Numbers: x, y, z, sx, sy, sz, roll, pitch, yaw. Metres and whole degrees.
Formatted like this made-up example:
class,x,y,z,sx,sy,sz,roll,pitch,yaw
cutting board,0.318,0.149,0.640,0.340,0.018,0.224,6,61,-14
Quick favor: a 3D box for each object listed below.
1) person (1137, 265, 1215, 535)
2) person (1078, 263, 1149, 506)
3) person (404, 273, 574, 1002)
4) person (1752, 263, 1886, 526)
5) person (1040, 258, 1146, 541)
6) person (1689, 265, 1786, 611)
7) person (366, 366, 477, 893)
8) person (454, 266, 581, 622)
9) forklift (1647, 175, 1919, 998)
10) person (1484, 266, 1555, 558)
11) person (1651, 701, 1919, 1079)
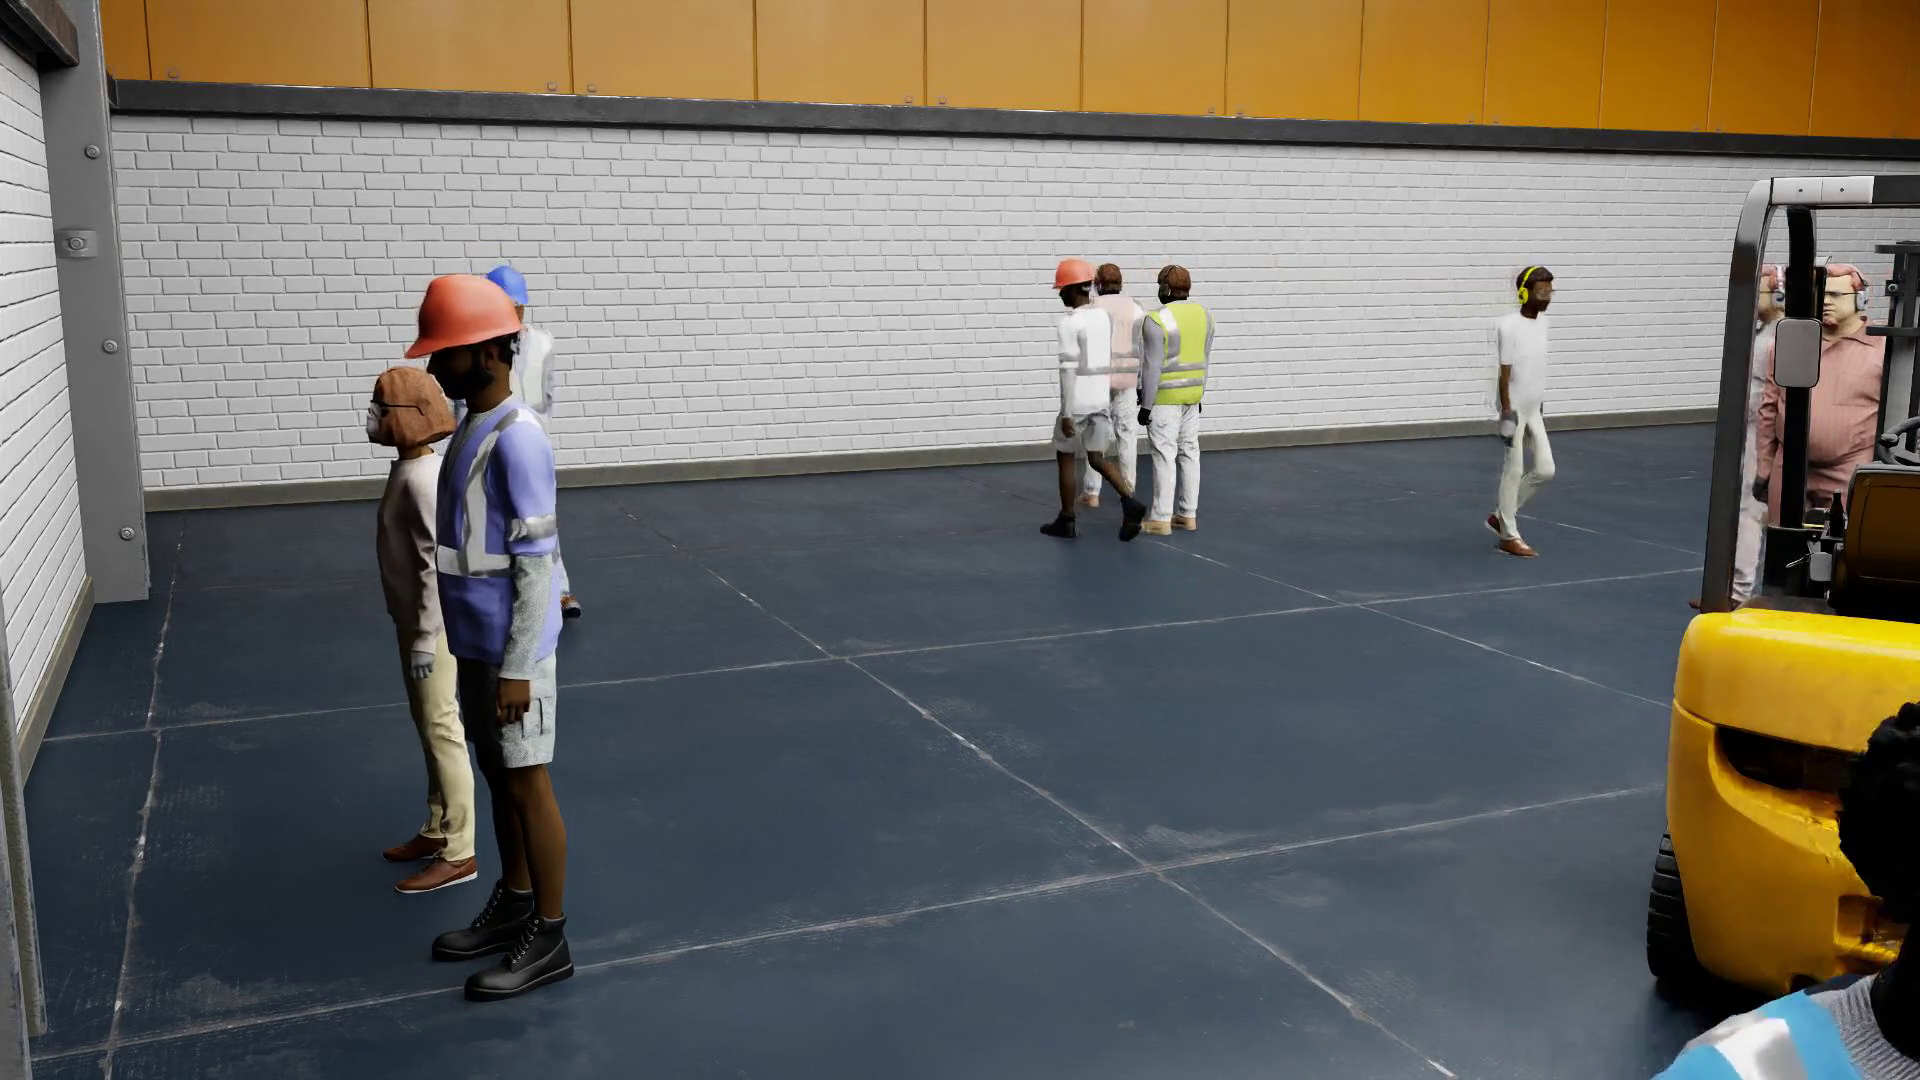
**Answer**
class,x,y,z,sx,sy,sz,roll,pitch,yaw
person,1.449,-0.959,11.440,0.627,1.844,0.429,-9,14,-41
person,1.120,-1.168,12.602,0.624,1.840,0.429,-2,10,-11
person,-1.258,0.261,4.462,0.364,1.933,0.543,-6,12,-31
person,3.983,-0.310,7.677,0.401,1.910,0.642,-9,14,-42
person,0.882,-0.916,11.044,0.549,1.904,0.807,-10,14,-43
person,4.402,-0.531,8.952,0.686,1.886,0.652,4,11,21
person,-1.693,0.274,5.207,0.280,1.636,0.502,-5,11,-24
person,-2.364,-0.489,8.747,0.616,1.873,1.054,-9,13,-40
forklift,2.810,0.094,4.662,1.214,2.155,2.313,7,12,34
person,3.580,-0.802,10.541,0.534,1.847,0.371,-8,13,-36
person,0.829,0.949,1.428,0.542,1.654,0.866,-1,10,-7
